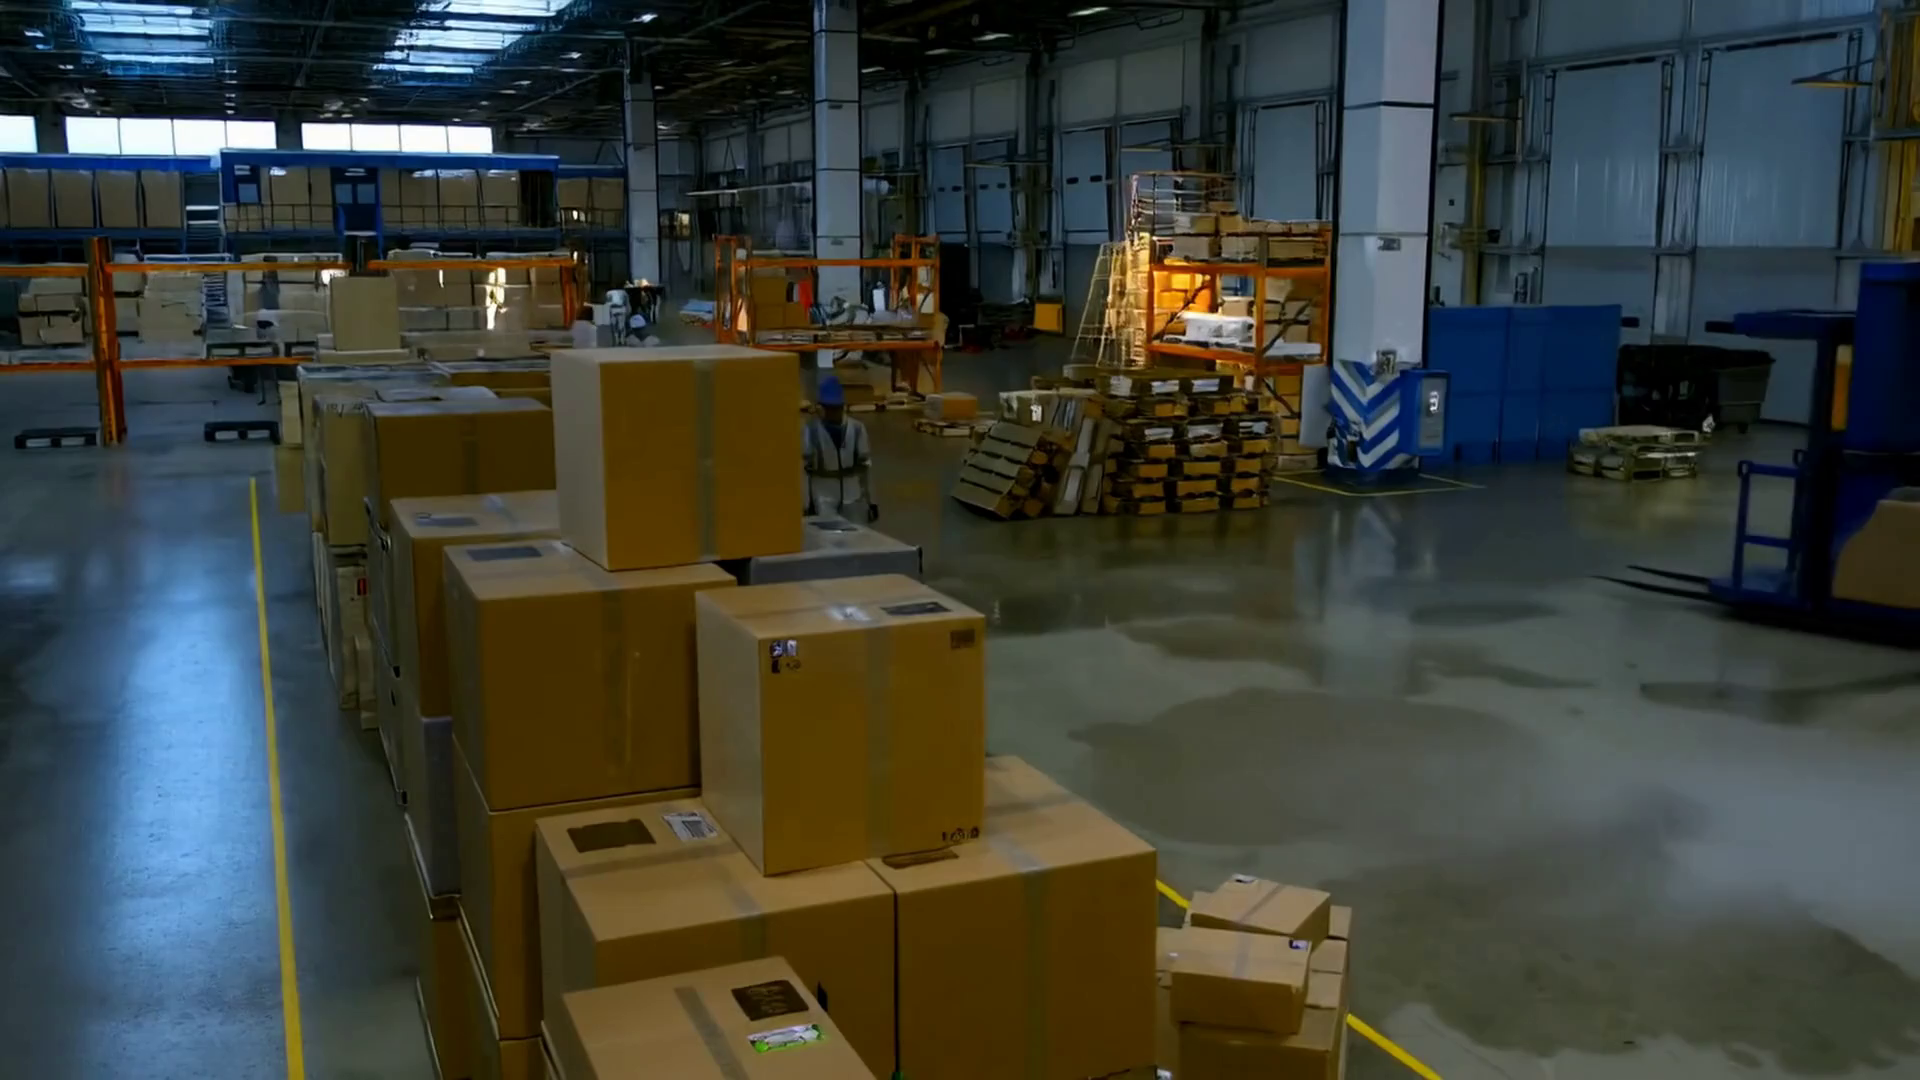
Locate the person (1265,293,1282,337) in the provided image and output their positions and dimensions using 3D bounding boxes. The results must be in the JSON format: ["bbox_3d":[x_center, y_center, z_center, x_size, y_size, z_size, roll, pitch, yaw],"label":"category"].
[{"bbox_3d":[6.025,-3.844,32.482,0.551,1.932,0.367,5,11,24],"label":"person"}]

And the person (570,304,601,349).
[{"bbox_3d":[-6.187,-2.939,27.526,0.646,1.920,0.494,8,13,39],"label":"person"}]

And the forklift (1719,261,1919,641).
[{"bbox_3d":[7.054,-0.711,12.605,1.129,2.768,1.873,-9,13,-40],"label":"forklift"}]

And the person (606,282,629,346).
[{"bbox_3d":[-9.568,-6.314,46.513,0.639,1.795,0.976,-2,11,-13],"label":"person"}]

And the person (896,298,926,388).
[{"bbox_3d":[-0.974,-3.924,33.243,0.516,1.811,0.838,-5,12,-28],"label":"person"}]

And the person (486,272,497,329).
[{"bbox_3d":[-14.871,-7.533,52.835,0.371,1.932,0.628,0,10,-1],"label":"person"}]

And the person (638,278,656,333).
[{"bbox_3d":[-8.699,-6.265,45.950,0.629,1.895,0.815,-4,11,-19],"label":"person"}]

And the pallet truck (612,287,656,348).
[{"bbox_3d":[-6.464,-4.406,35.401,0.823,1.965,1.885,6,12,32],"label":"pallet truck"}]

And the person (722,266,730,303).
[{"bbox_3d":[-10.758,-11.990,77.289,0.621,1.974,0.672,-3,11,-18],"label":"person"}]

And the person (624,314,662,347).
[{"bbox_3d":[-4.701,-2.435,24.837,0.613,1.894,0.747,2,11,13],"label":"person"}]

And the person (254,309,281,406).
[{"bbox_3d":[-12.446,-3.279,29.902,0.493,1.741,0.328,1,10,6],"label":"person"}]

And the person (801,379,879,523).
[{"bbox_3d":[-0.937,-0.318,13.140,0.570,1.891,0.941,-4,11,-19],"label":"person"}]

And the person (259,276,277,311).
[{"bbox_3d":[-19.036,-6.241,45.597,0.803,1.964,0.643,4,11,23],"label":"person"}]

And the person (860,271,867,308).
[{"bbox_3d":[-3.723,-9.063,61.367,0.813,1.879,0.682,8,13,38],"label":"person"}]
